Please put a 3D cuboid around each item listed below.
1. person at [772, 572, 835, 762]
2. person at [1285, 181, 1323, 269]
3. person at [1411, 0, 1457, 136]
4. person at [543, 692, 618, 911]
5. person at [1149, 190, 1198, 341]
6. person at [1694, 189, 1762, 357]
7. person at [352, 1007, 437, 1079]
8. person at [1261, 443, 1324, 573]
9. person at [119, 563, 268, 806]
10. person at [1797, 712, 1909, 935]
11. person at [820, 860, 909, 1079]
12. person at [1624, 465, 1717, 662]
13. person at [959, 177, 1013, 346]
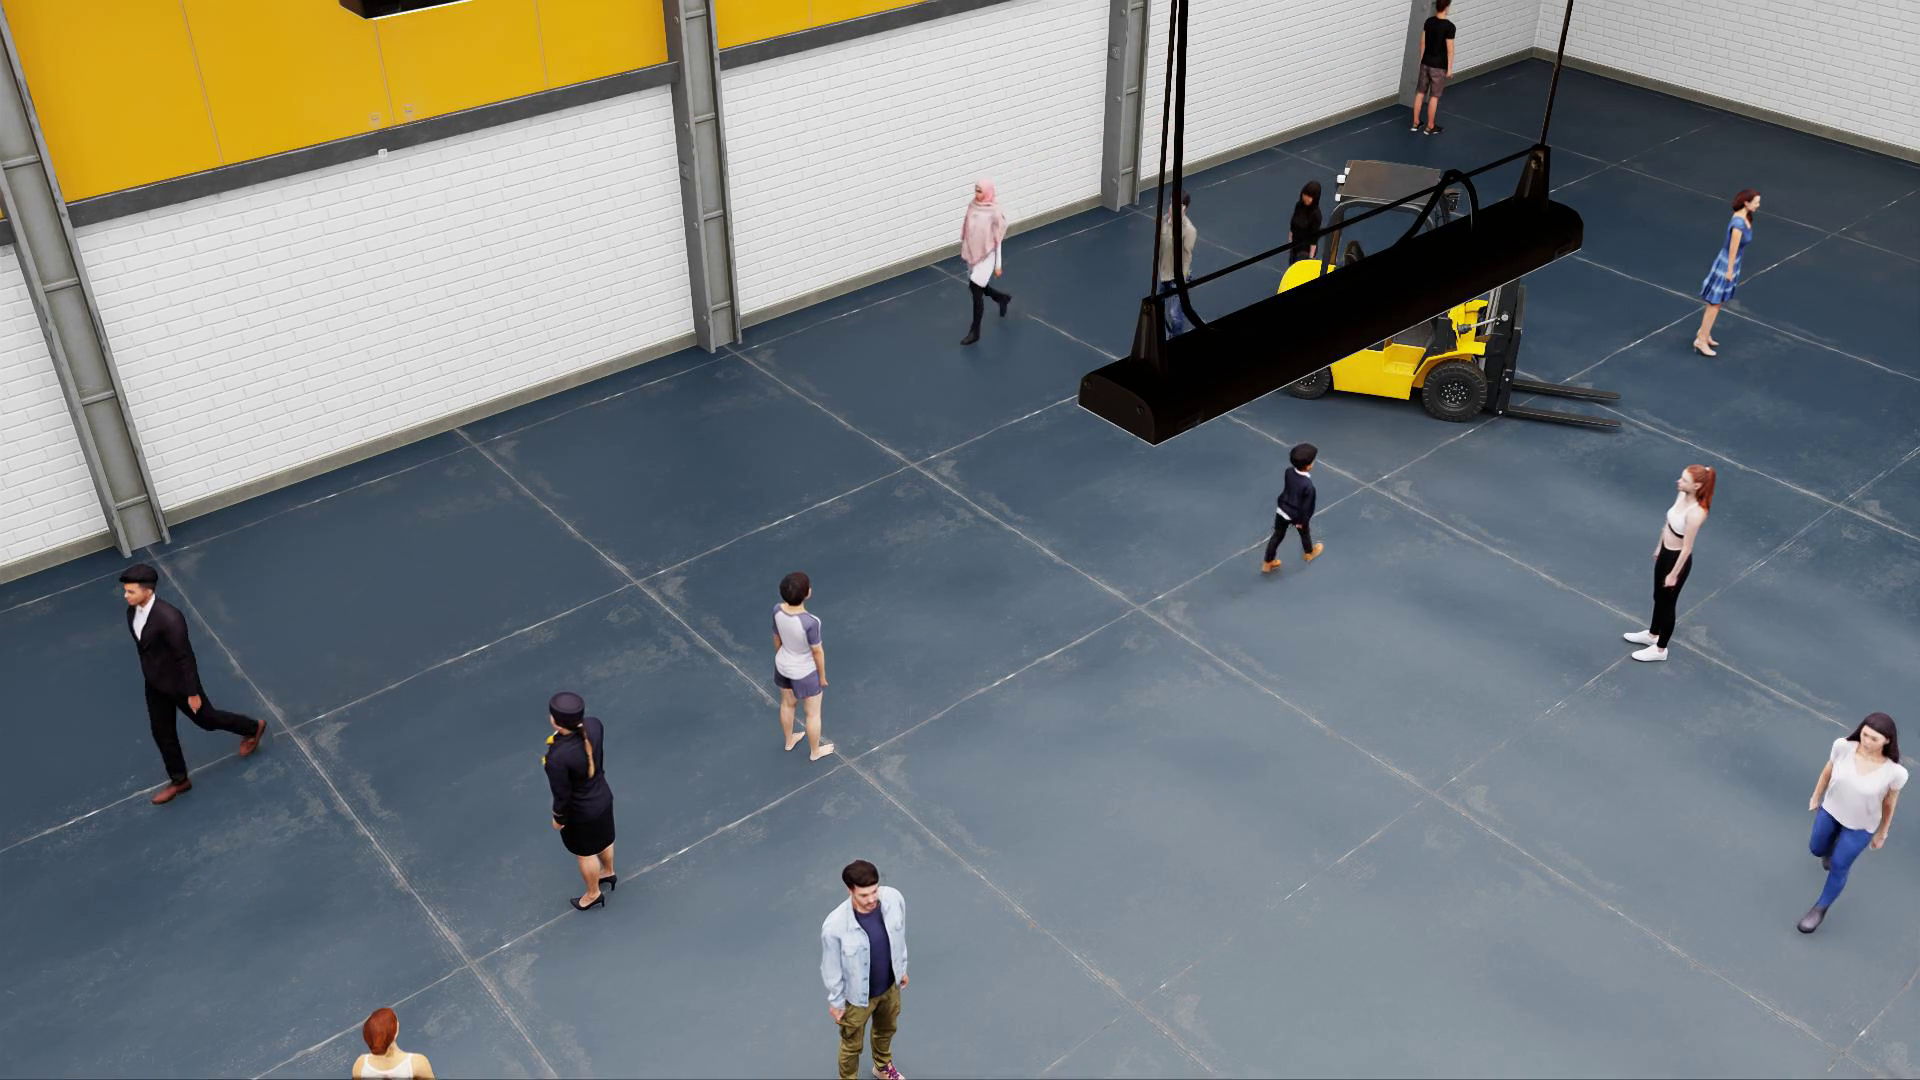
[{"bbox_3d":[-1.147,0.887,11.886,0.623,1.565,0.606,20,39,28],"label":"person"},{"bbox_3d":[3.744,-3.121,17.867,0.935,1.620,0.728,-15,36,-21],"label":"person"},{"bbox_3d":[6.475,-6.508,22.745,0.545,1.861,0.671,-26,41,-33],"label":"person"},{"bbox_3d":[-2.410,1.674,10.608,0.866,1.671,0.753,11,35,16],"label":"person"},{"bbox_3d":[2.264,-2.729,17.063,0.675,1.857,0.754,-19,38,-26],"label":"person"},{"bbox_3d":[7.928,-2.777,17.182,0.814,1.805,0.683,13,36,18],"label":"person"},{"bbox_3d":[-2.858,3.022,8.604,0.575,1.644,0.677,-3,34,-5],"label":"person"},{"bbox_3d":[2.748,-0.242,13.924,0.854,1.190,0.531,-22,39,-29],"label":"person"},{"bbox_3d":[-5.385,0.924,11.571,0.922,1.854,1.246,20,39,27],"label":"person"},{"bbox_3d":[5.656,1.725,10.539,0.661,1.661,0.953,28,43,35],"label":"person"},{"bbox_3d":[-0.516,2.477,9.273,0.514,1.811,0.748,-22,39,-29],"label":"person"},{"bbox_3d":[5.506,0.171,12.806,0.725,1.740,0.651,5,34,7],"label":"person"},{"bbox_3d":[0.289,-2.963,17.480,0.721,1.784,1.086,27,42,34],"label":"person"}]
